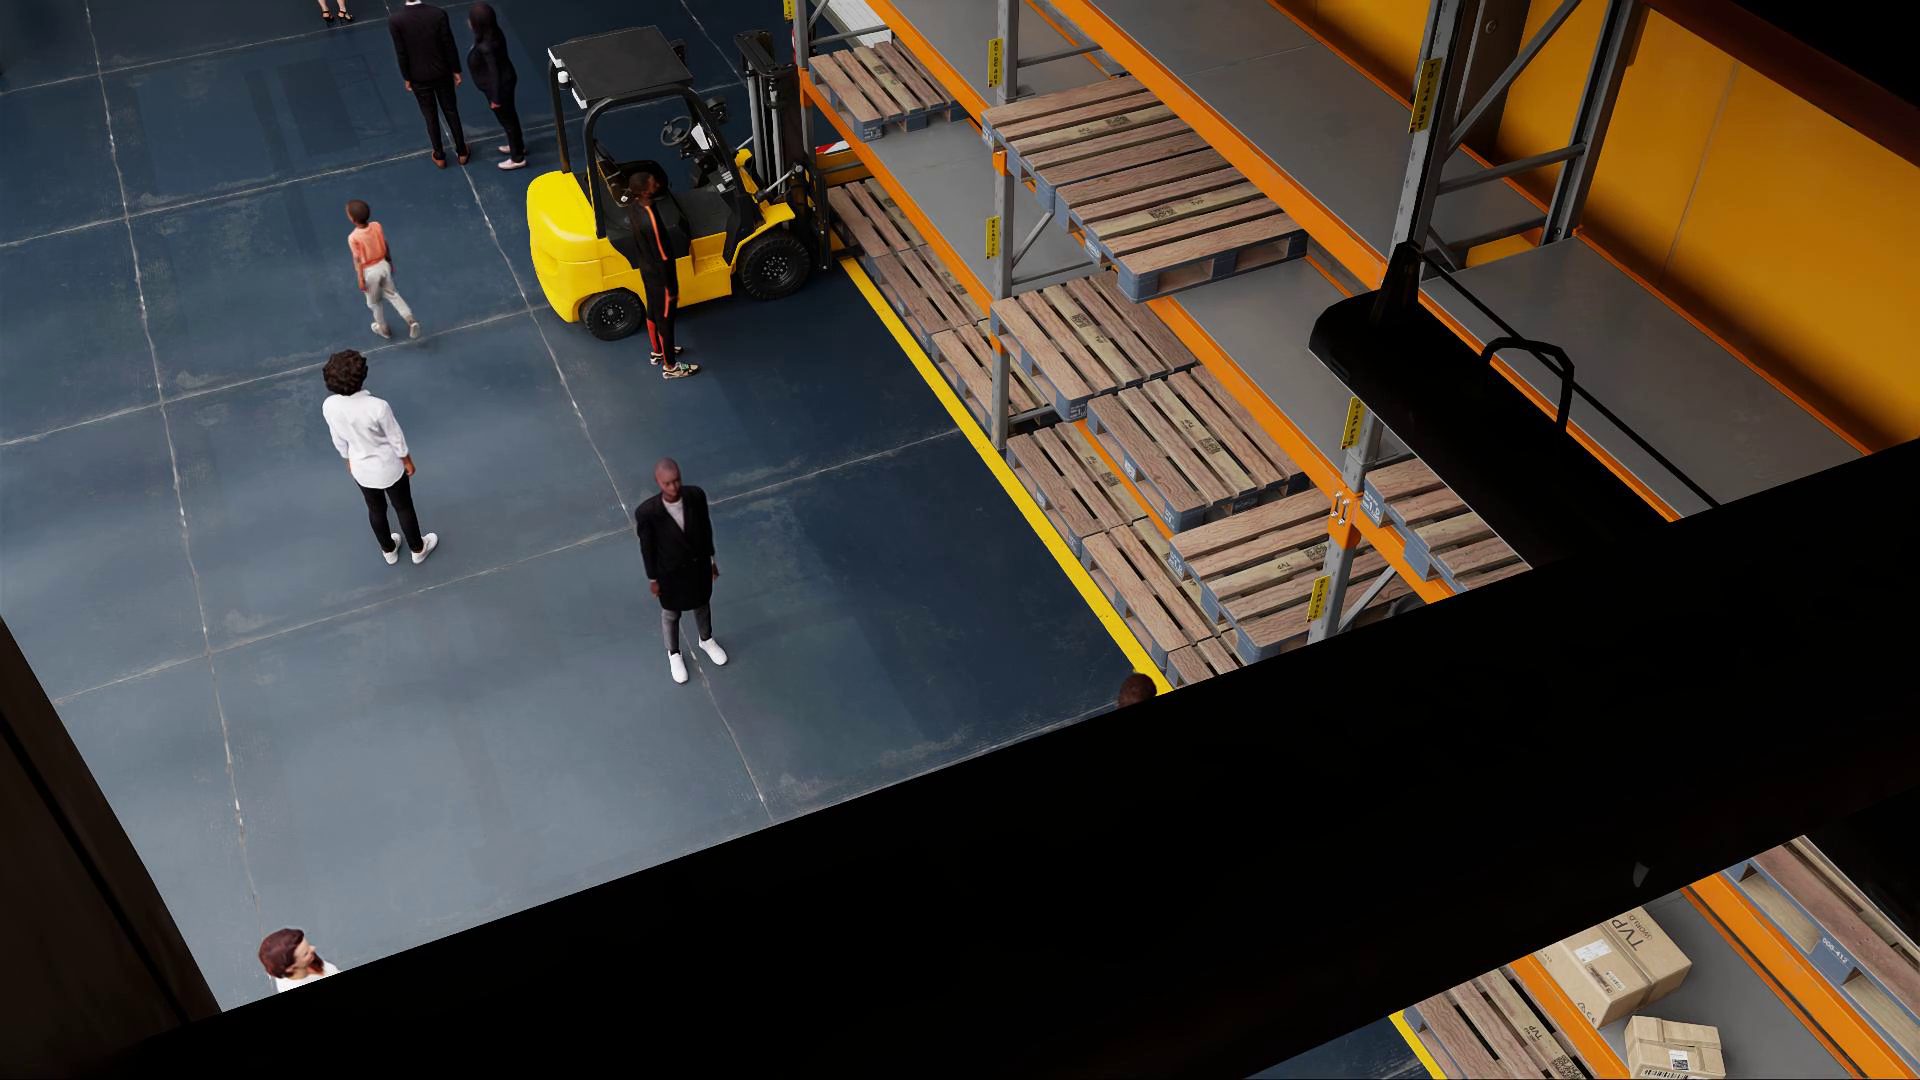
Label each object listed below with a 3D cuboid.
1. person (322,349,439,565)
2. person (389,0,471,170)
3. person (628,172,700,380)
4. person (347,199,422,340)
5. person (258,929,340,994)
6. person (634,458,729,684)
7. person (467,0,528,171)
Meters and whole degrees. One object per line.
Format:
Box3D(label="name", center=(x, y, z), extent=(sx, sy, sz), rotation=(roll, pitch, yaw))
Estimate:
Box3D(label="person", center=(-4.022, -0.549, 11.451), extent=(0.722, 1.810, 0.732), rotation=(2, 44, 2))
Box3D(label="person", center=(-4.896, -4.326, 15.362), extent=(0.702, 1.884, 0.556), rotation=(-15, 46, -15))
Box3D(label="person", center=(-2.386, -2.094, 13.075), extent=(0.700, 1.808, 0.490), rotation=(-21, 48, -21))
Box3D(label="person", center=(-4.712, -2.167, 13.521), extent=(0.838, 1.296, 0.689), rotation=(27, 50, 26))
Box3D(label="person", center=(-3.132, 2.496, 8.265), extent=(0.687, 1.795, 0.489), rotation=(-23, 48, -22))
Box3D(label="person", center=(-1.803, 0.161, 10.741), extent=(0.664, 1.762, 0.586), rotation=(-24, 48, -23))
Box3D(label="person", center=(-4.277, -4.230, 15.455), extent=(0.784, 1.616, 0.665), rotation=(-5, 44, -5))
